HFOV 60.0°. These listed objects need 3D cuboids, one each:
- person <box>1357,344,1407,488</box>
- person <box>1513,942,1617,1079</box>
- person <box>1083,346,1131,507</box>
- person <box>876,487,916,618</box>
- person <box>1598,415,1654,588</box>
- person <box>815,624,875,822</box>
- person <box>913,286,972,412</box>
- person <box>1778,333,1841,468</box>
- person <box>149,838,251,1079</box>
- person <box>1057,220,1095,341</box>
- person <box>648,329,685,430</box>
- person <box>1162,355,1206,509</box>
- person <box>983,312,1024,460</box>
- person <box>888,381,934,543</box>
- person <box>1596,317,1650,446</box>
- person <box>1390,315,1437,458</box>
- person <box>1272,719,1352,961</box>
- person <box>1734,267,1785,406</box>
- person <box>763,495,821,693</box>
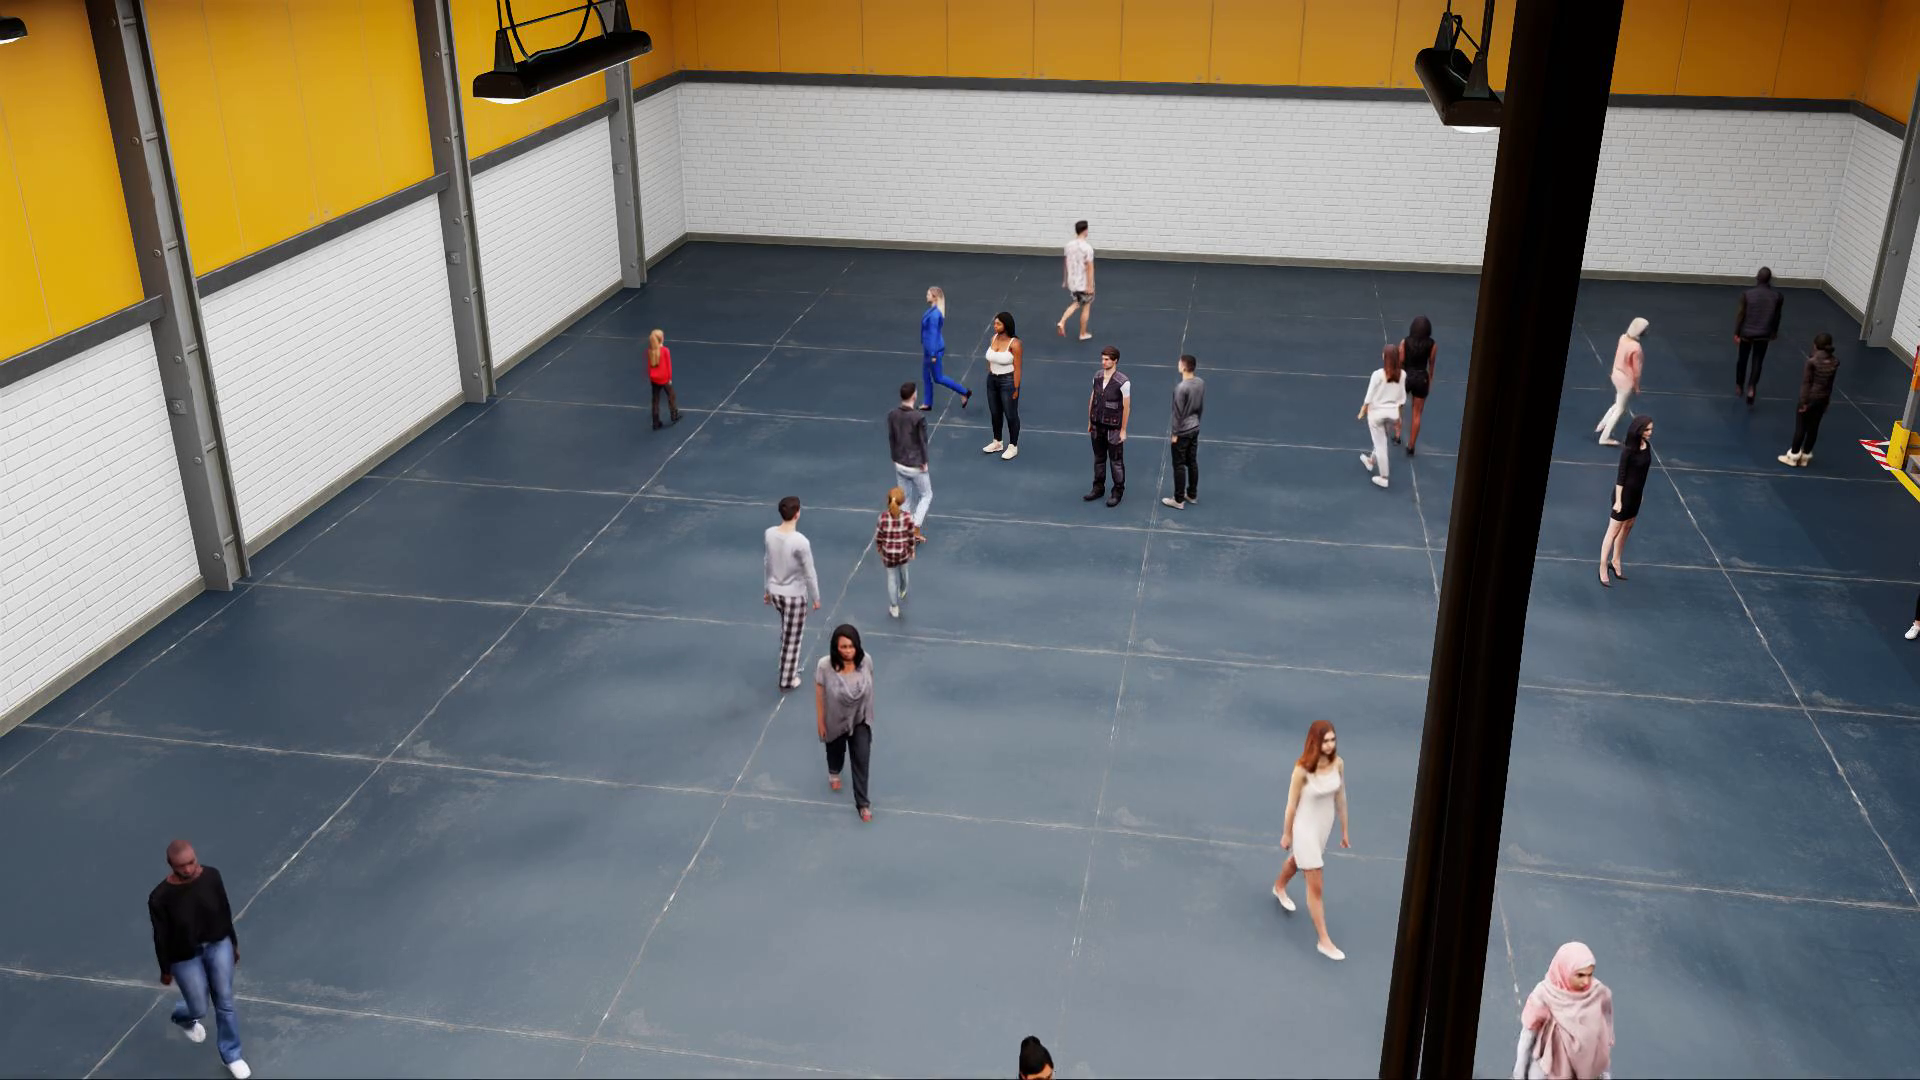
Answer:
[{"bbox_3d":[4.955,-1.421,19.306,0.916,1.662,1.056,-9,25,-21],"label":"person"},{"bbox_3d":[3.247,2.942,9.165,0.758,1.789,0.795,-6,24,-14],"label":"person"},{"bbox_3d":[1.684,-1.301,18.799,0.752,1.848,0.754,18,29,35],"label":"person"},{"bbox_3d":[-0.628,0.138,16.223,0.652,1.274,0.911,-1,24,-2],"label":"person"},{"bbox_3d":[6.752,-0.412,16.822,0.657,1.802,0.723,-17,29,-33],"label":"person"},{"bbox_3d":[-0.914,1.348,13.089,0.914,1.566,1.151,-6,24,-13],"label":"person"},{"bbox_3d":[-0.240,-2.457,21.653,0.809,1.679,0.990,0,24,0],"label":"person"},{"bbox_3d":[10.183,-1.654,19.839,0.695,1.661,0.643,4,24,8],"label":"person"},{"bbox_3d":[-4.709,2.514,10.221,0.940,1.728,0.942,18,30,36],"label":"person"},{"bbox_3d":[1.725,-3.807,24.593,1.015,1.799,0.924,-22,32,-40],"label":"person"},{"bbox_3d":[-3.848,-2.033,21.206,0.583,1.261,0.804,8,25,18],"label":"person"},{"bbox_3d":[2.549,-1.234,18.753,0.662,1.762,0.756,-21,31,-40],"label":"person"},{"bbox_3d":[0.538,-1.896,20.208,0.752,1.809,0.783,22,32,40],"label":"person"},{"bbox_3d":[-0.559,-0.766,17.598,0.739,1.829,0.704,13,27,28],"label":"person"},{"bbox_3d":[8.159,-1.958,20.504,0.810,1.686,0.612,-7,25,-15],"label":"person"},{"bbox_3d":[5.516,-1.848,20.210,0.615,1.719,0.779,3,24,8],"label":"person"},{"bbox_3d":[2.401,1.971,11.545,0.994,1.662,1.200,-10,25,-21],"label":"person"},{"bbox_3d":[10.536,-2.677,22.000,0.876,1.806,1.224,10,25,21],"label":"person"},{"bbox_3d":[-1.557,0.513,14.663,0.792,1.836,0.833,15,28,31],"label":"person"}]
